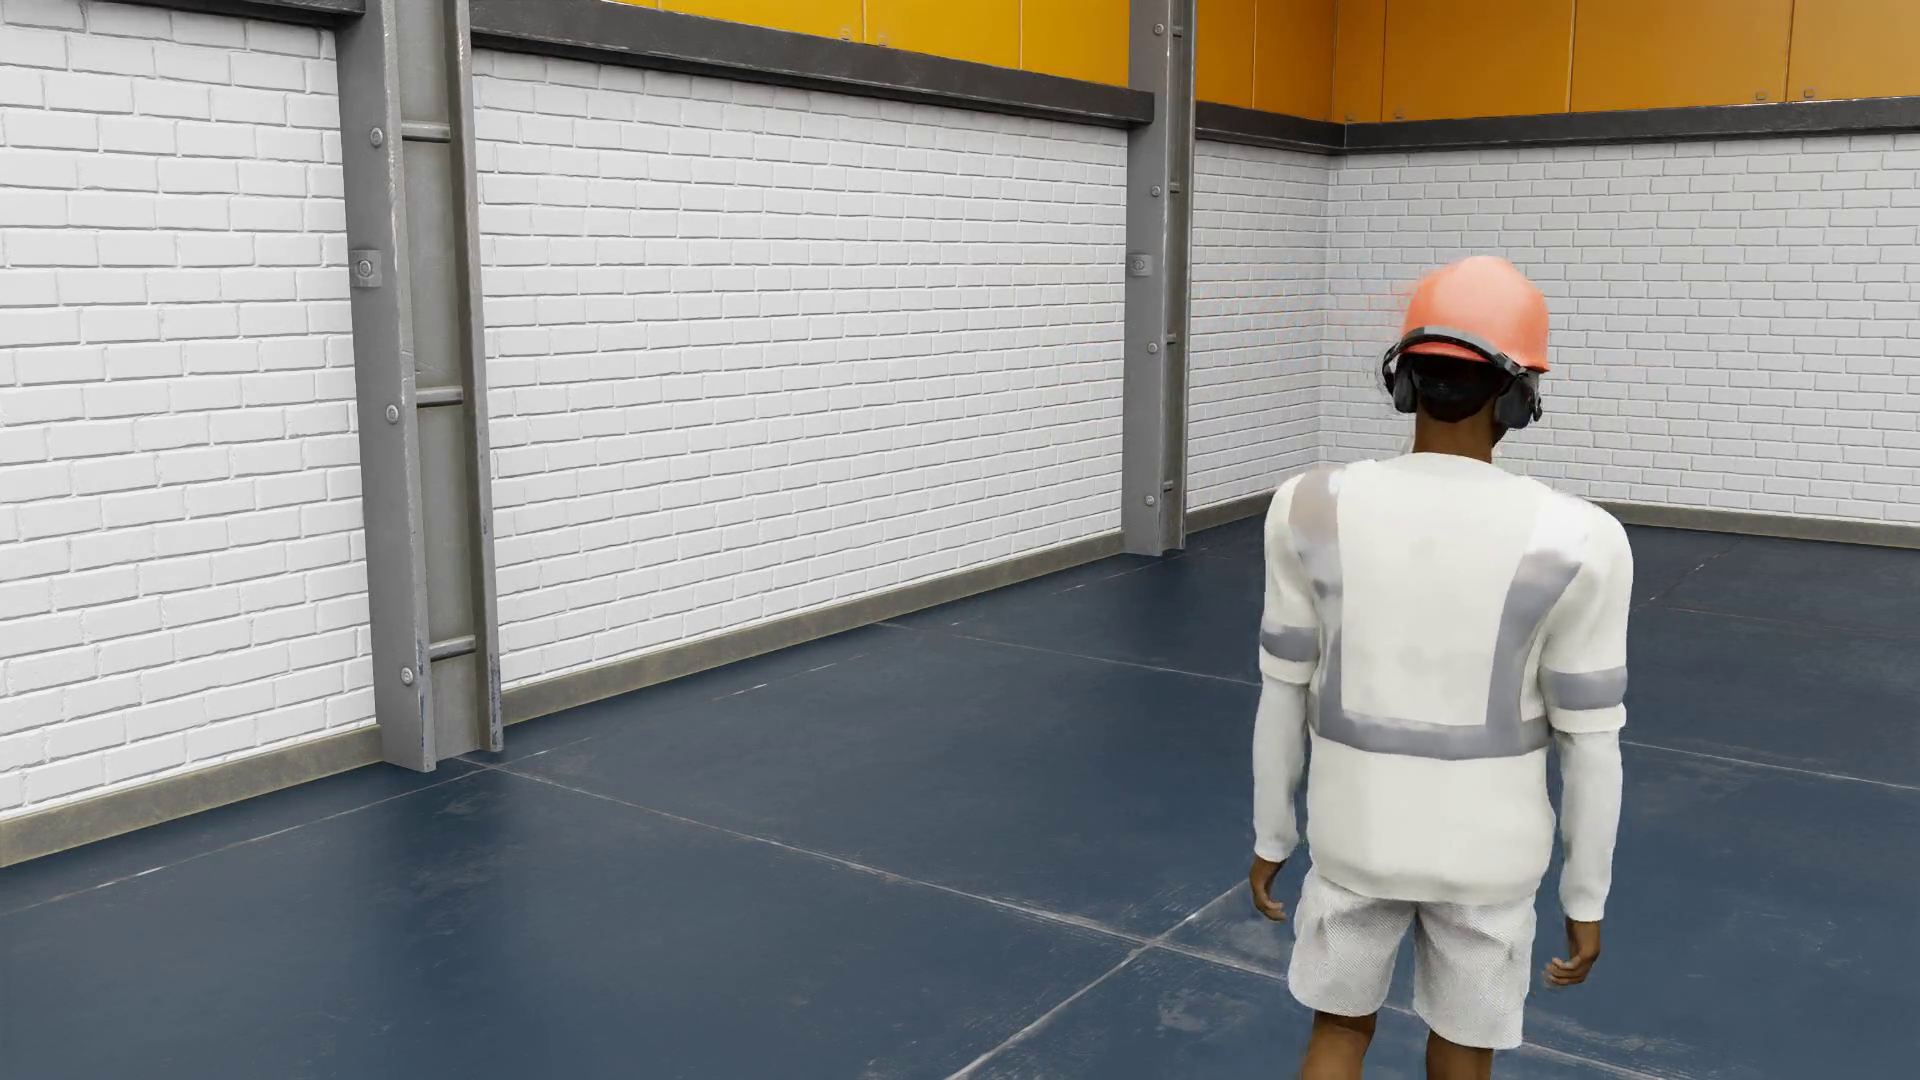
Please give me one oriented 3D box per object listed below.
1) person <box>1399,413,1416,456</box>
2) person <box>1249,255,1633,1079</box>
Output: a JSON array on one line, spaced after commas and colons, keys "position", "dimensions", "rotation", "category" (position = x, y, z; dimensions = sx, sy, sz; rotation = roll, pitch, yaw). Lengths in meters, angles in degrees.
[{"position": [1.789, 0.147, 6.456], "dimensions": [0.579, 1.622, 0.521], "rotation": [-2, 10, -14], "category": "person"}, {"position": [0.797, 0.536, 2.869], "dimensions": [0.638, 2.030, 0.578], "rotation": [5, 11, 26], "category": "person"}]
